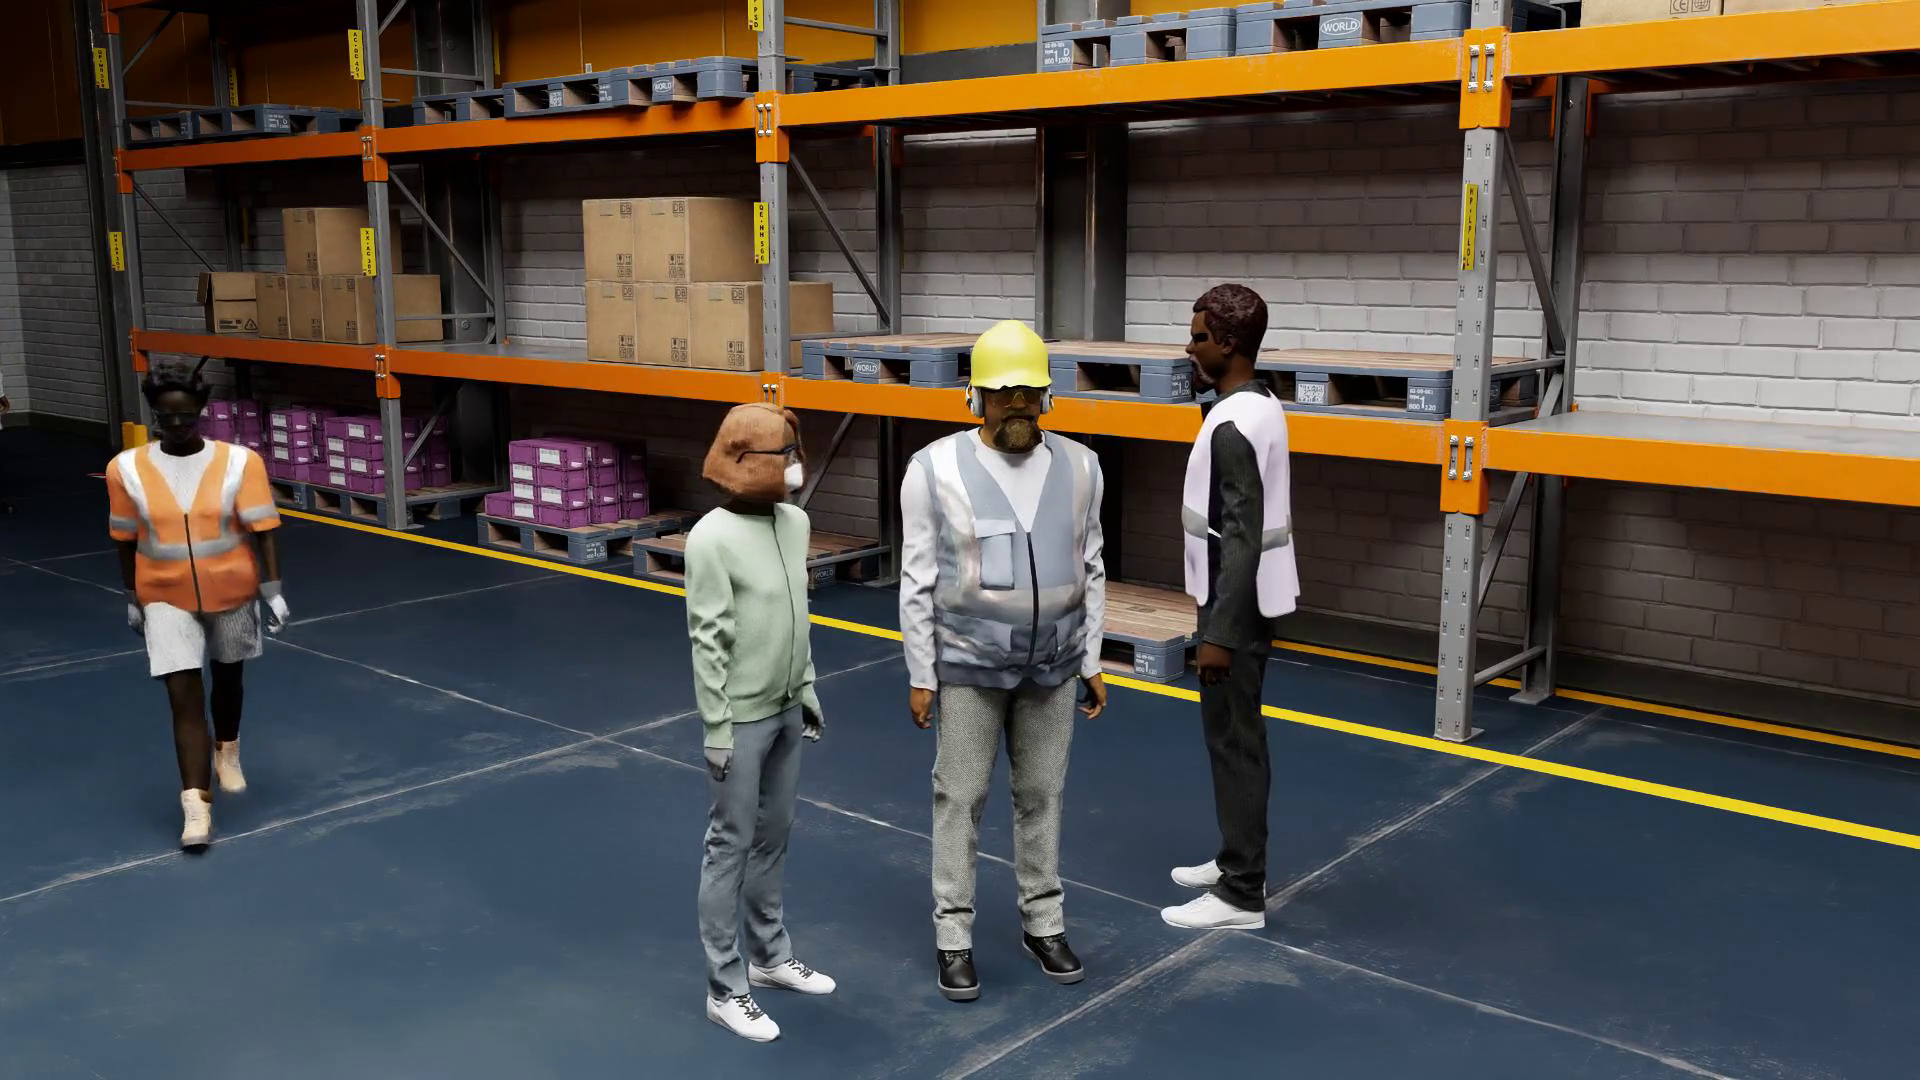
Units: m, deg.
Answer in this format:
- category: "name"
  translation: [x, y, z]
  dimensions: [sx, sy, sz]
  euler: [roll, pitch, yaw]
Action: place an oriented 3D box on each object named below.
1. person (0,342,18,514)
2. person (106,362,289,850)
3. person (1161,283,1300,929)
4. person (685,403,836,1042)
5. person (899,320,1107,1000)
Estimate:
- category: "person"
  translation: [-7.432, -1.132, 12.507]
  dimensions: [0.350, 1.942, 0.545]
  euler: [5, 11, 26]
- category: "person"
  translation: [-2.661, 0.191, 5.840]
  dimensions: [0.549, 1.635, 0.913]
  euler: [-4, 11, -22]
- category: "person"
  translation: [0.819, 0.204, 4.964]
  dimensions: [0.378, 1.917, 0.598]
  euler: [2, 10, 14]
- category: "person"
  translation: [-0.519, 0.458, 4.335]
  dimensions: [0.282, 1.633, 0.501]
  euler: [5, 11, 25]
- category: "person"
  translation: [0.131, 0.325, 4.523]
  dimensions: [0.595, 1.832, 0.404]
  euler: [-3, 11, -19]
